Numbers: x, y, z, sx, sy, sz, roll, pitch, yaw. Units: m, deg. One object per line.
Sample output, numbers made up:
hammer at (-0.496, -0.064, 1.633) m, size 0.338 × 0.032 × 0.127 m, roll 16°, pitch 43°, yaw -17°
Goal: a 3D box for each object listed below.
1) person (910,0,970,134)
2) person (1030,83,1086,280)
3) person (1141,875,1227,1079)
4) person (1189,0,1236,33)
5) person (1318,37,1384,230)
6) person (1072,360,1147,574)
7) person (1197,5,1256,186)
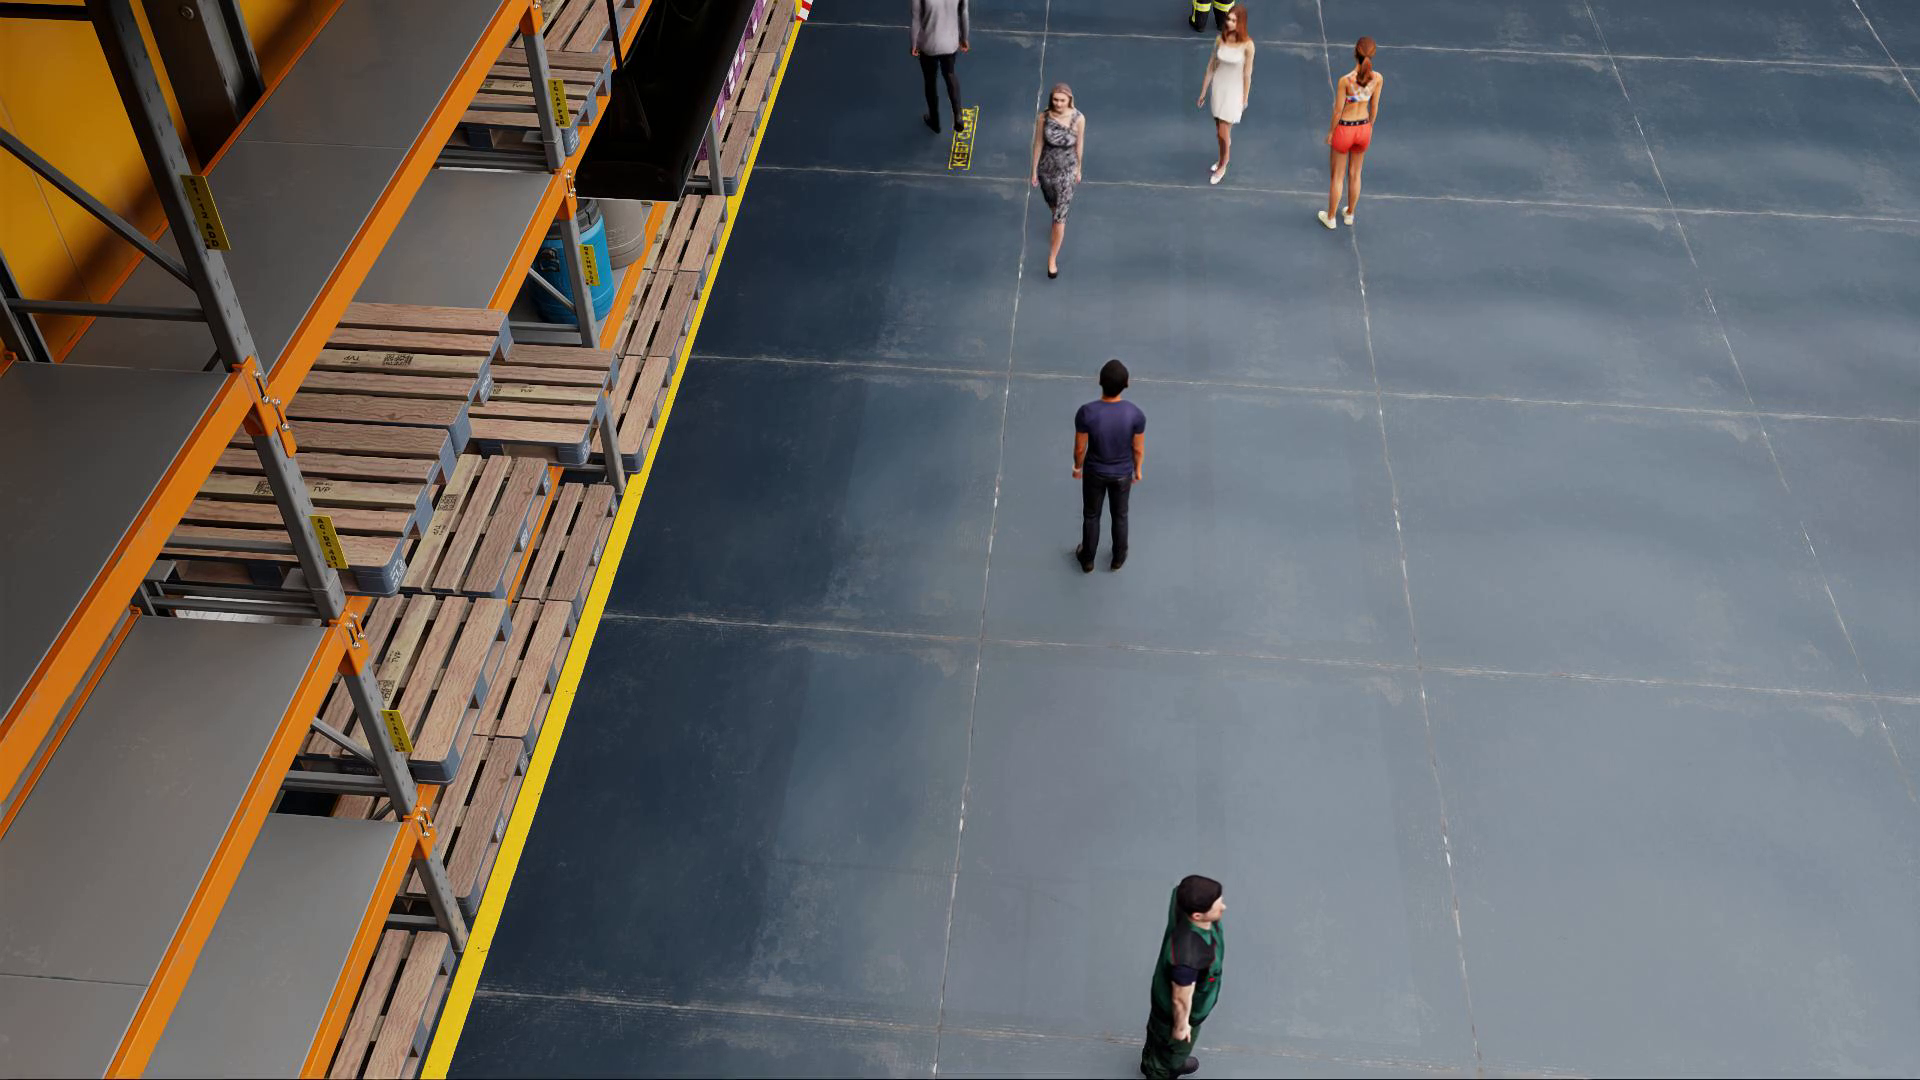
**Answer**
person at (-0.178, -4.694, 15.788) m, size 0.943 × 1.910 × 1.024 m, roll -16°, pitch 46°, yaw -16°
person at (0.860, -3.216, 14.417) m, size 0.688 × 1.661 × 1.173 m, roll 9°, pitch 44°, yaw 9°
person at (1.123, 2.298, 8.456) m, size 0.724 × 1.900 × 0.505 m, roll 5°, pitch 44°, yaw 5°
person at (2.711, -6.324, 17.446) m, size 0.808 × 1.983 × 0.702 m, roll -3°, pitch 44°, yaw -4°
person at (3.461, -3.590, 14.716) m, size 0.643 × 1.789 × 0.621 m, roll -8°, pitch 44°, yaw -8°
person at (1.018, -0.484, 11.453) m, size 0.663 × 1.793 × 0.544 m, roll 0°, pitch 44°, yaw 0°
person at (2.529, -4.179, 15.405) m, size 0.765 × 1.692 × 0.840 m, roll 33°, pitch 53°, yaw 30°
